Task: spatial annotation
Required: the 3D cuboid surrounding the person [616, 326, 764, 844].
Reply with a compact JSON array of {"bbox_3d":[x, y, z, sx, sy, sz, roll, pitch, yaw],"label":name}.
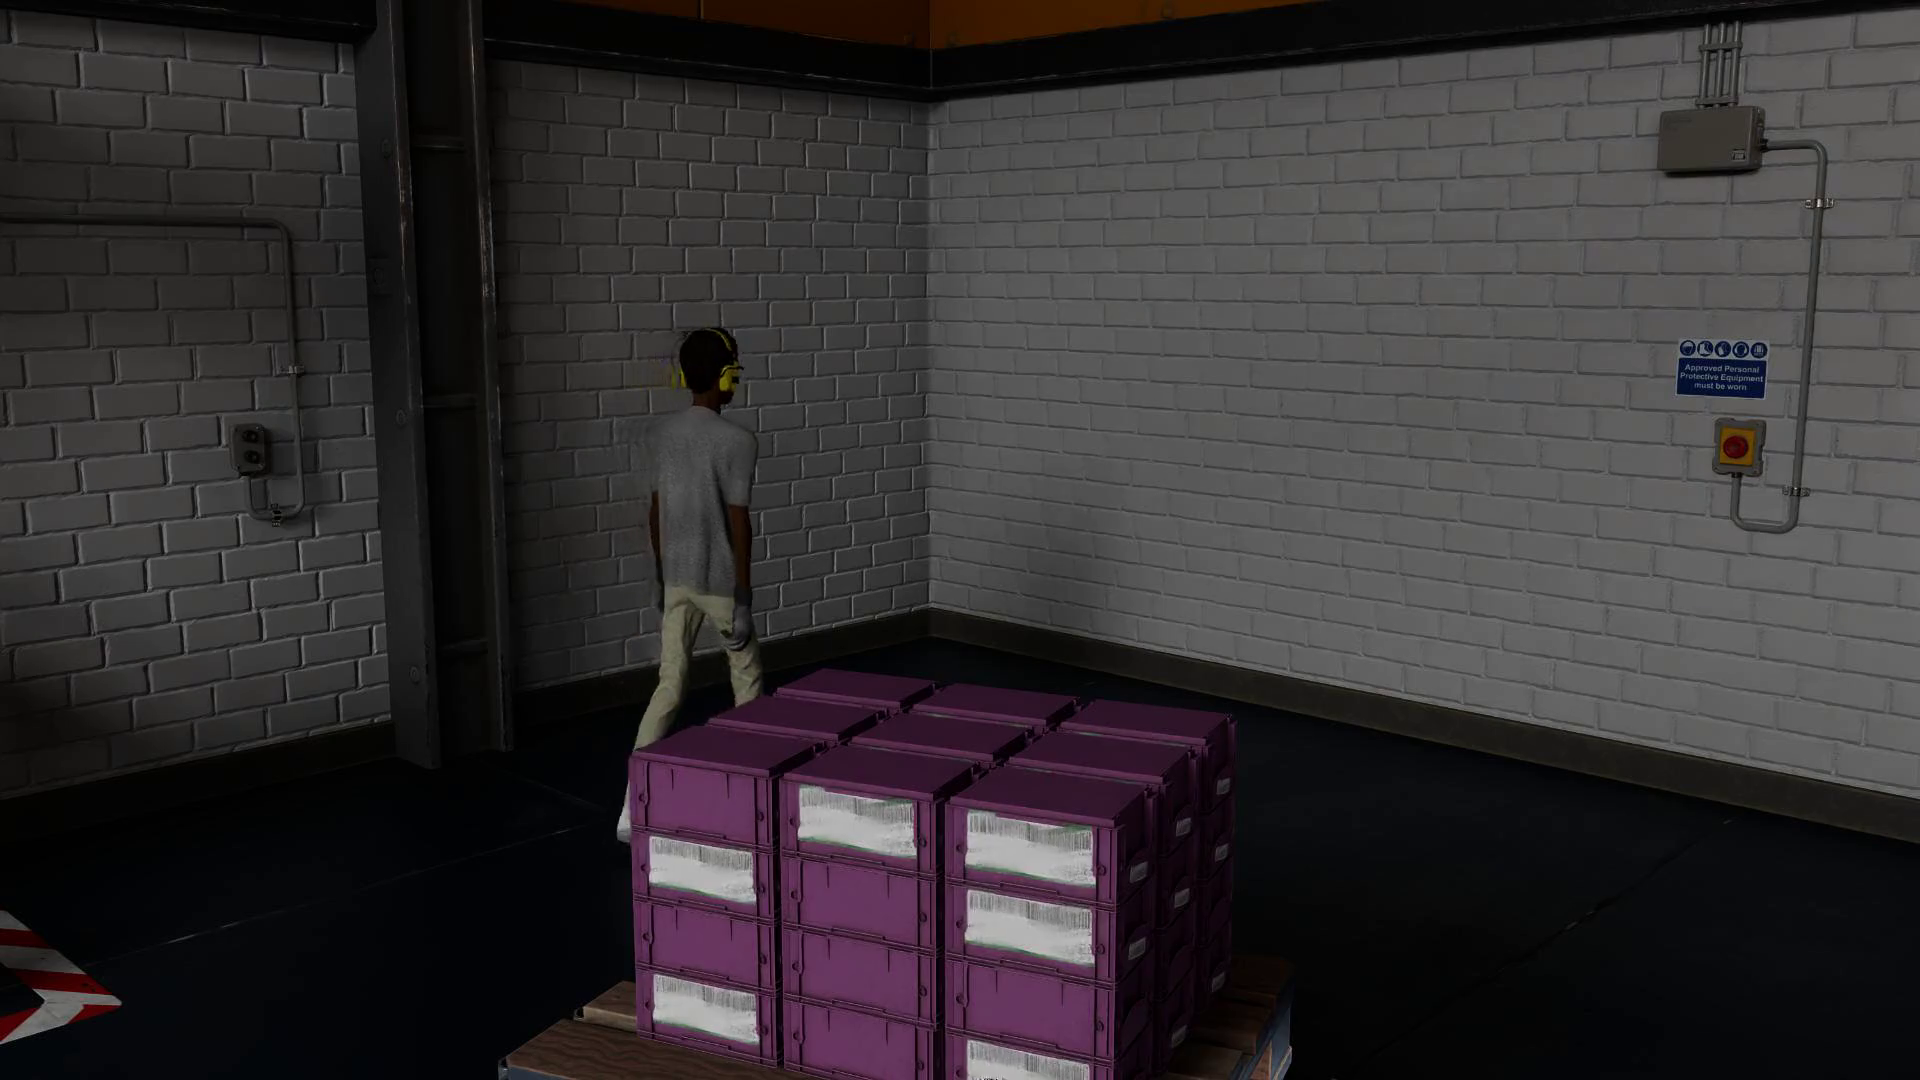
[{"bbox_3d":[-0.946,0.158,5.916,0.536,1.829,0.954,5,10,26],"label":"person"}]
